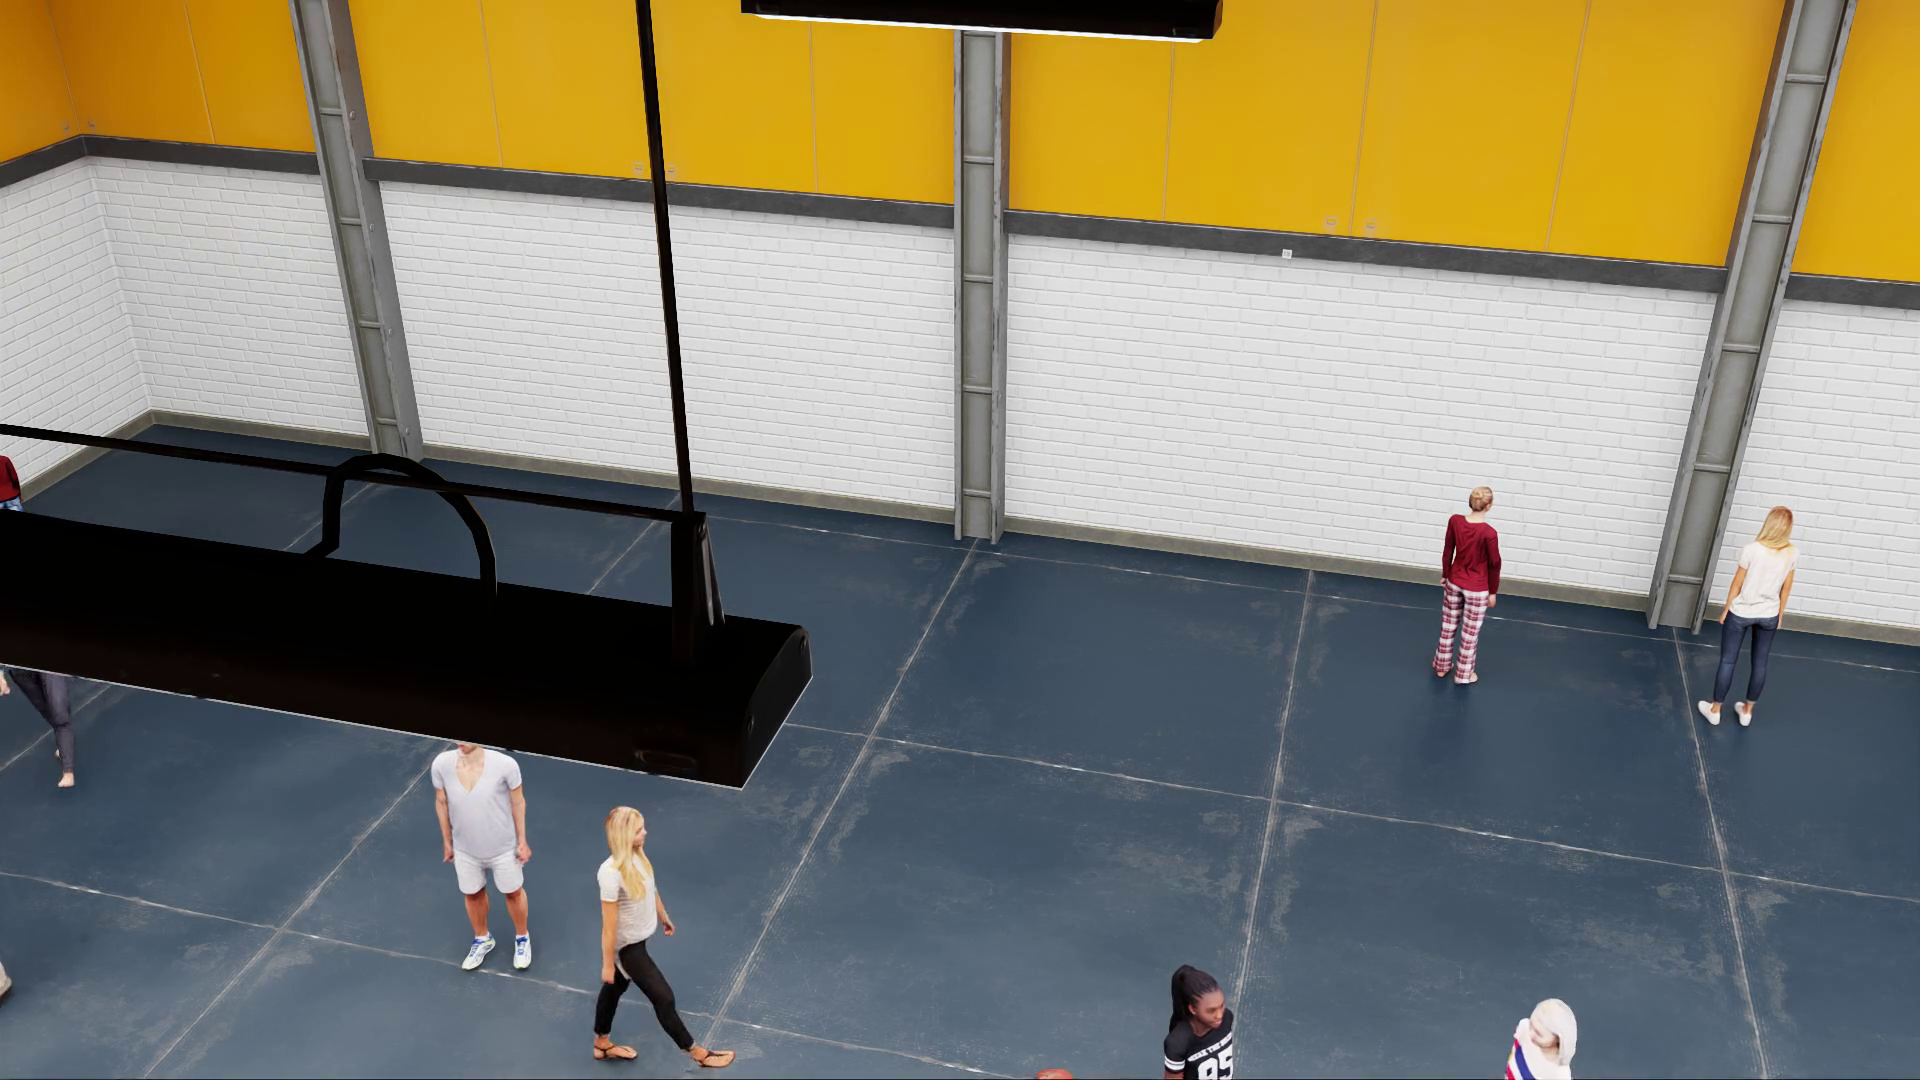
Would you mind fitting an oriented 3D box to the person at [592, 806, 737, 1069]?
[{"bbox_3d":[-1.935,2.236,9.241,1.134,1.789,0.784,2,29,4],"label":"person"}]

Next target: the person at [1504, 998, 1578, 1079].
[{"bbox_3d":[2.832,2.873,8.071,0.767,1.790,0.771,-3,29,-6],"label":"person"}]

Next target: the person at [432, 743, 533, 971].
[{"bbox_3d":[-2.852,1.777,10.013,0.604,1.855,0.793,1,29,1],"label":"person"}]

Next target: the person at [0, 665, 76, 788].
[{"bbox_3d":[-6.556,0.861,11.834,1.130,1.720,1.043,-7,29,-13],"label":"person"}]

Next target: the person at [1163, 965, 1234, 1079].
[{"bbox_3d":[1.157,2.824,8.226,0.710,1.729,0.737,-25,37,-37],"label":"person"}]

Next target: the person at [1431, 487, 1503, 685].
[{"bbox_3d":[3.922,0.333,12.827,0.747,1.696,0.620,-25,37,-38],"label":"person"}]

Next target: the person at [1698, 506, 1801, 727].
[{"bbox_3d":[5.864,0.568,12.278,0.500,1.810,0.680,1,29,2],"label":"person"}]
